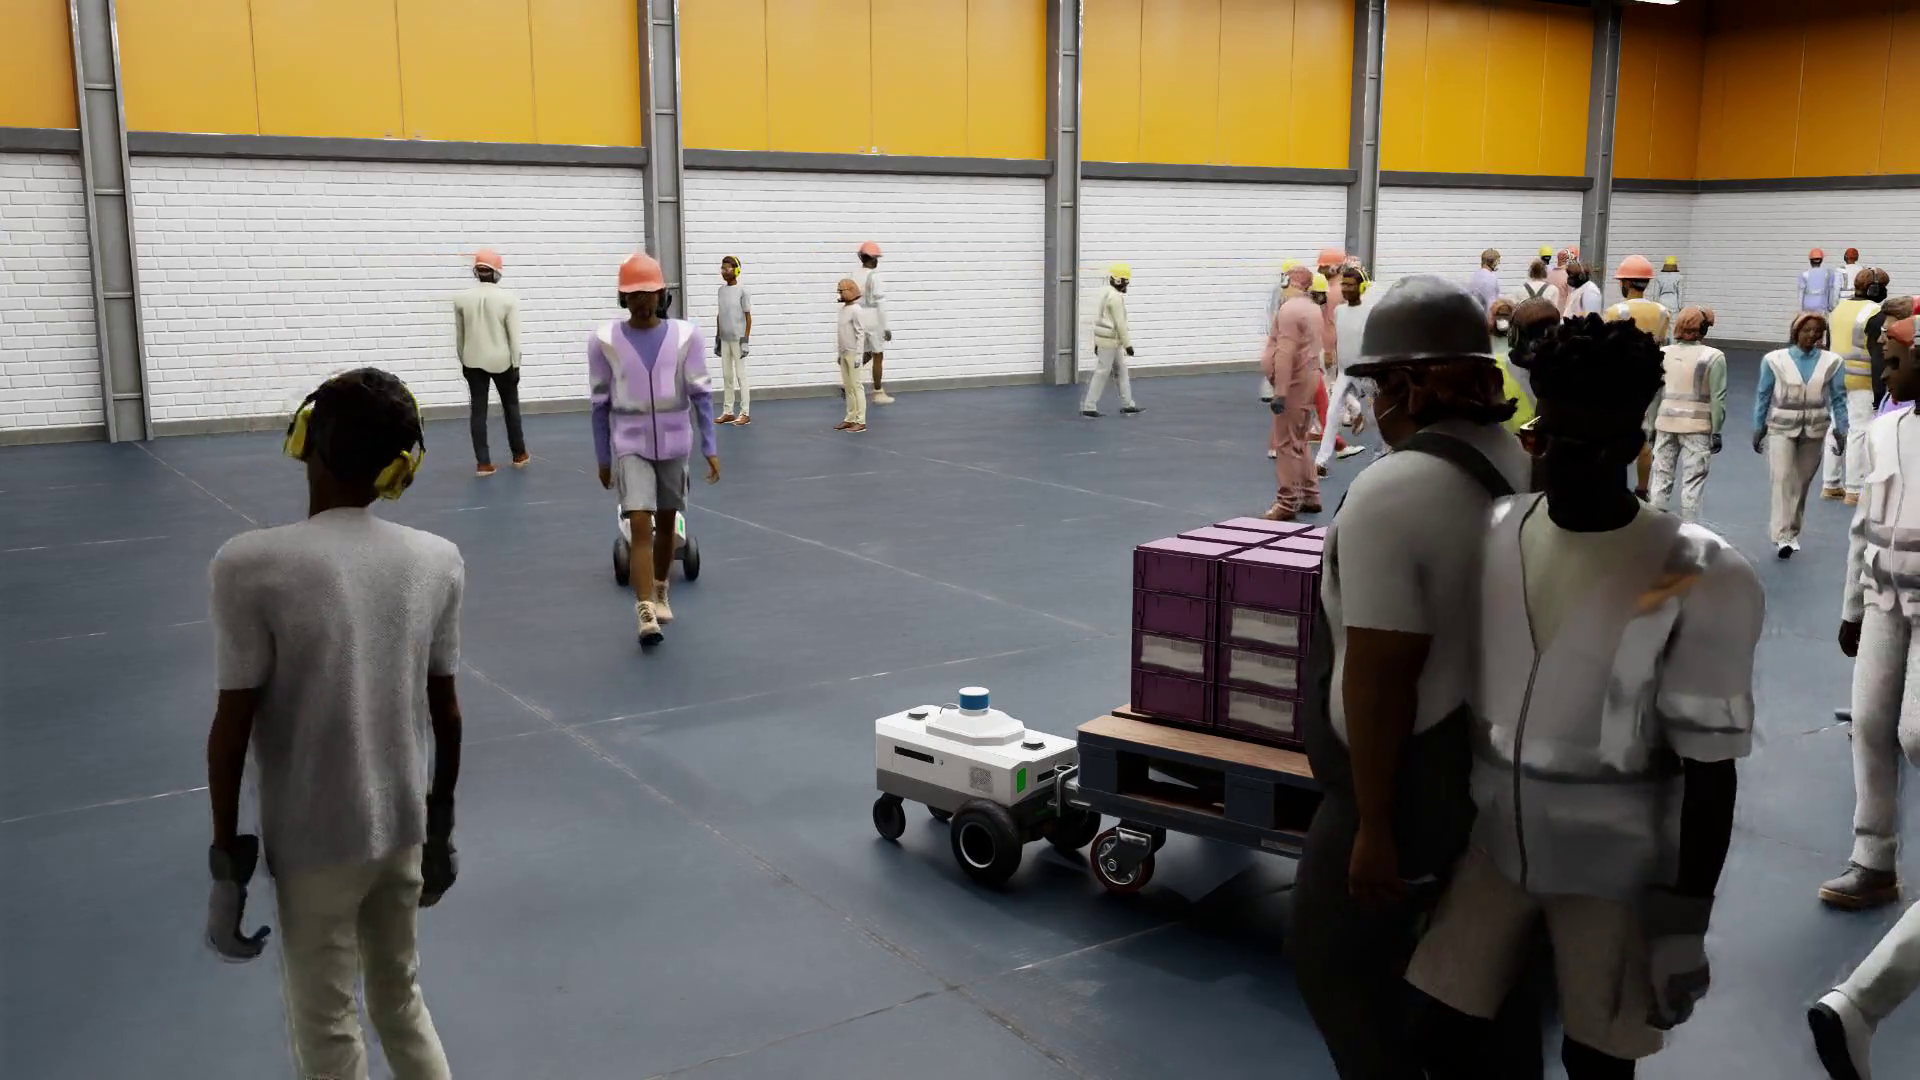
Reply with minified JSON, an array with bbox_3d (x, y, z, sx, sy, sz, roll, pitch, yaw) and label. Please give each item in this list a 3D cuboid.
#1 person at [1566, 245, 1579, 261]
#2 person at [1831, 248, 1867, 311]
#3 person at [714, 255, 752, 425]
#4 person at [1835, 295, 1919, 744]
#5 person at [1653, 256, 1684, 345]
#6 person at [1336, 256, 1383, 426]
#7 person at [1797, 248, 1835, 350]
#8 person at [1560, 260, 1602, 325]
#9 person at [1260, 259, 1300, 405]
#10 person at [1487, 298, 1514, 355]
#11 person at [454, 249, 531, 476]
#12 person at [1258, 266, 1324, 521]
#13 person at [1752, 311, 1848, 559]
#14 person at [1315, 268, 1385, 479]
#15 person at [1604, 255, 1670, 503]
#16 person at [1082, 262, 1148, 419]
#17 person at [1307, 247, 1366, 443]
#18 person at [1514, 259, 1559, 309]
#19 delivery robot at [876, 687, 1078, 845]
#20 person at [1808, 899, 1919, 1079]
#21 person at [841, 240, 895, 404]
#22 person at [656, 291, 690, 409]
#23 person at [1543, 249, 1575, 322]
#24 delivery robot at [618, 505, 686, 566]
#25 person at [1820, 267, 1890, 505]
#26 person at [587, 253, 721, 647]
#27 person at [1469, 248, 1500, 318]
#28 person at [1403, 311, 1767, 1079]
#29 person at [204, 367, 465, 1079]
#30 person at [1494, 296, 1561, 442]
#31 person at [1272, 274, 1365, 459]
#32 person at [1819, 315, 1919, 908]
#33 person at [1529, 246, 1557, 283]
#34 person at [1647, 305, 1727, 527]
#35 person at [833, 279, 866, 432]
[{"bbox_3d":[9.480,-3.609,25.930,0.545,1.942,0.350,8,13,38],"label":"person"},{"bbox_3d":[15.240,-4.057,28.550,0.576,1.881,0.354,-1,10,-4],"label":"person"},{"bbox_3d":[-2.532,-2.207,18.434,0.517,1.875,0.324,8,13,36],"label":"person"},{"bbox_3d":[3.904,-0.075,6.827,0.374,1.840,0.571,4,11,20],"label":"person"},{"bbox_3d":[12.414,-4.102,29.176,0.484,1.744,0.295,5,12,26],"label":"person"},{"bbox_3d":[4.386,-2.232,18.573,0.644,1.877,0.850,0,10,1],"label":"person"},{"bbox_3d":[14.135,-3.873,27.499,0.553,1.908,0.892,4,11,23],"label":"person"},{"bbox_3d":[6.721,-2.113,18.055,0.445,1.822,0.651,2,10,9],"label":"person"},{"bbox_3d":[4.144,-2.563,20.605,0.888,1.793,0.606,0,10,0],"label":"person"},{"bbox_3d":[4.014,-0.998,12.478,0.526,1.619,0.352,2,11,12],"label":"person"},{"bbox_3d":[-4.138,-1.577,14.756,0.616,1.959,0.923,0,10,0],"label":"person"},{"bbox_3d":[2.458,-1.072,12.265,0.430,1.863,0.730,5,11,24],"label":"person"},{"bbox_3d":[5.459,-0.672,10.779,0.530,1.594,0.832,2,11,11],"label":"person"},{"bbox_3d":[3.391,-1.432,14.359,1.016,1.817,0.539,-8,13,-38],"label":"person"},{"bbox_3d":[5.010,-1.155,12.490,0.553,1.935,0.361,-3,11,-18],"label":"person"},{"bbox_3d":[1.800,-2.250,18.914,0.889,1.782,0.578,0,10,-1],"label":"person"},{"bbox_3d":[3.772,-1.946,16.699,0.666,1.977,0.632,3,11,16],"label":"person"},{"bbox_3d":[6.901,-2.451,19.963,0.540,1.798,0.937,5,11,24],"label":"person"},{"bbox_3d":[0.046,0.741,5.627,0.707,0.478,0.477,9,14,41],"label":"delivery robot"},{"bbox_3d":[2.465,0.449,3.805,0.787,1.900,0.593,-2,10,-9],"label":"person"},{"bbox_3d":[-1.111,-2.675,20.557,0.622,2.030,0.630,-8,13,-38],"label":"person"},{"bbox_3d":[-2.610,-1.425,14.763,0.524,1.648,0.901,-2,11,-12],"label":"person"},{"bbox_3d":[8.217,-2.999,22.682,0.409,1.907,0.651,-4,11,-20],"label":"person"},{"bbox_3d":[-1.900,-0.097,10.225,0.477,0.478,0.707,-3,11,-17],"label":"delivery robot"},{"bbox_3d":[7.030,-1.199,12.990,0.429,1.841,0.633,-1,10,-7],"label":"person"},{"bbox_3d":[-1.584,-0.473,8.613,0.635,1.989,1.038,-3,11,-16],"label":"person"},{"bbox_3d":[6.654,-2.726,21.112,0.372,1.934,0.627,-1,10,-4],"label":"person"},{"bbox_3d":[1.085,0.569,2.988,0.434,1.946,0.621,-8,13,-38],"label":"person"},{"bbox_3d":[-1.140,0.611,3.155,0.336,1.852,0.560,7,12,32],"label":"person"},{"bbox_3d":[2.463,-0.153,7.298,0.641,1.827,0.581,1,10,3],"label":"person"},{"bbox_3d":[3.341,-1.592,15.469,0.870,1.730,0.528,0,10,-1],"label":"person"},{"bbox_3d":[2.966,0.219,5.166,0.566,1.852,0.606,-4,11,-19],"label":"person"},{"bbox_3d":[9.646,-3.890,27.507,0.586,1.928,0.369,-2,10,-10],"label":"person"},{"bbox_3d":[4.692,-0.694,10.773,0.314,1.641,0.515,-7,13,-34],"label":"person"},{"bbox_3d":[-1.177,-1.970,17.785,0.271,1.632,0.503,-5,12,-28],"label":"person"}]
